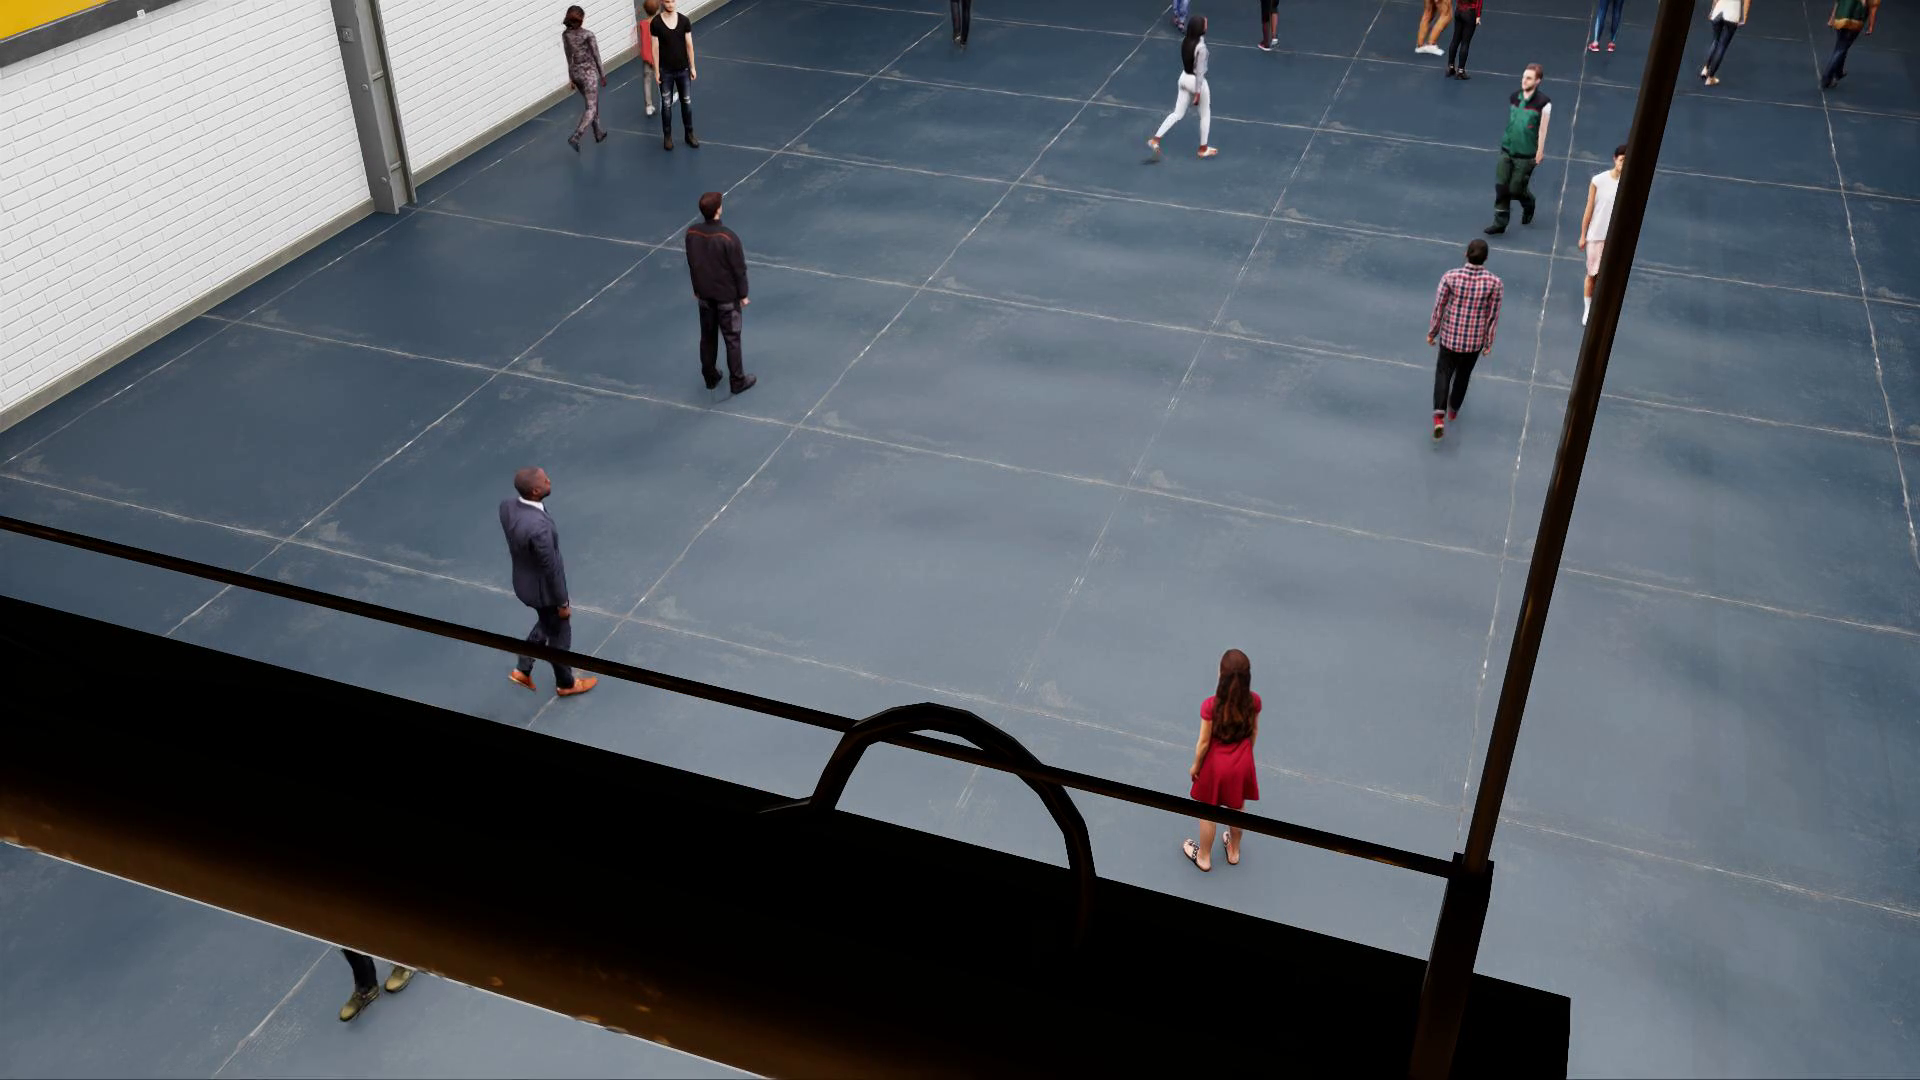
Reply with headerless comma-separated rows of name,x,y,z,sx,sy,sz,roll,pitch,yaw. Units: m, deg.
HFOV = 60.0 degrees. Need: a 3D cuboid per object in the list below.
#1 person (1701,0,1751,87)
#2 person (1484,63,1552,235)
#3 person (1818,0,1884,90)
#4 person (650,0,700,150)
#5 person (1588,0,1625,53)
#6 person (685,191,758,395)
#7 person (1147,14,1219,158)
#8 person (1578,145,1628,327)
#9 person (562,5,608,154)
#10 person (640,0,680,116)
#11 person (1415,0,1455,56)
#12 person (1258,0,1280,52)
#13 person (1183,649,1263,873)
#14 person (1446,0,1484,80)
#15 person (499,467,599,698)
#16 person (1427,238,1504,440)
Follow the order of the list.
person,9.883,-6.762,21.554,0.752,1.776,0.728,-25,41,-32
person,5.942,-4.108,17.514,1.040,1.828,0.926,-22,40,-30
person,11.436,-6.697,21.447,1.071,1.785,0.986,-19,38,-26
person,-3.393,-5.590,19.685,0.736,1.892,0.772,-11,35,-16
person,9.000,-7.614,22.883,0.617,1.725,0.602,3,34,5
person,-2.126,-2.170,14.589,0.726,1.838,0.565,13,36,19
person,2.623,-5.243,19.341,1.151,1.695,1.090,-15,36,-21
person,6.138,-2.930,15.793,0.743,1.772,0.915,5,34,7
person,-4.451,-5.387,19.568,0.570,1.685,1.098,12,36,18
person,-3.857,-6.000,20.757,0.542,1.389,0.862,9,35,14
person,6.434,-7.534,22.685,0.864,1.810,0.753,-5,34,-8
person,4.316,-7.583,22.810,0.737,1.754,0.783,-8,34,-11
person,1.543,1.277,9.660,0.676,1.553,0.736,-9,35,-13
person,6.663,-6.918,21.896,0.706,1.658,0.660,-17,37,-24
person,-2.790,0.332,10.849,0.979,1.811,0.909,-23,40,-31
person,4.198,-1.680,13.932,0.748,1.750,1.052,8,35,12
